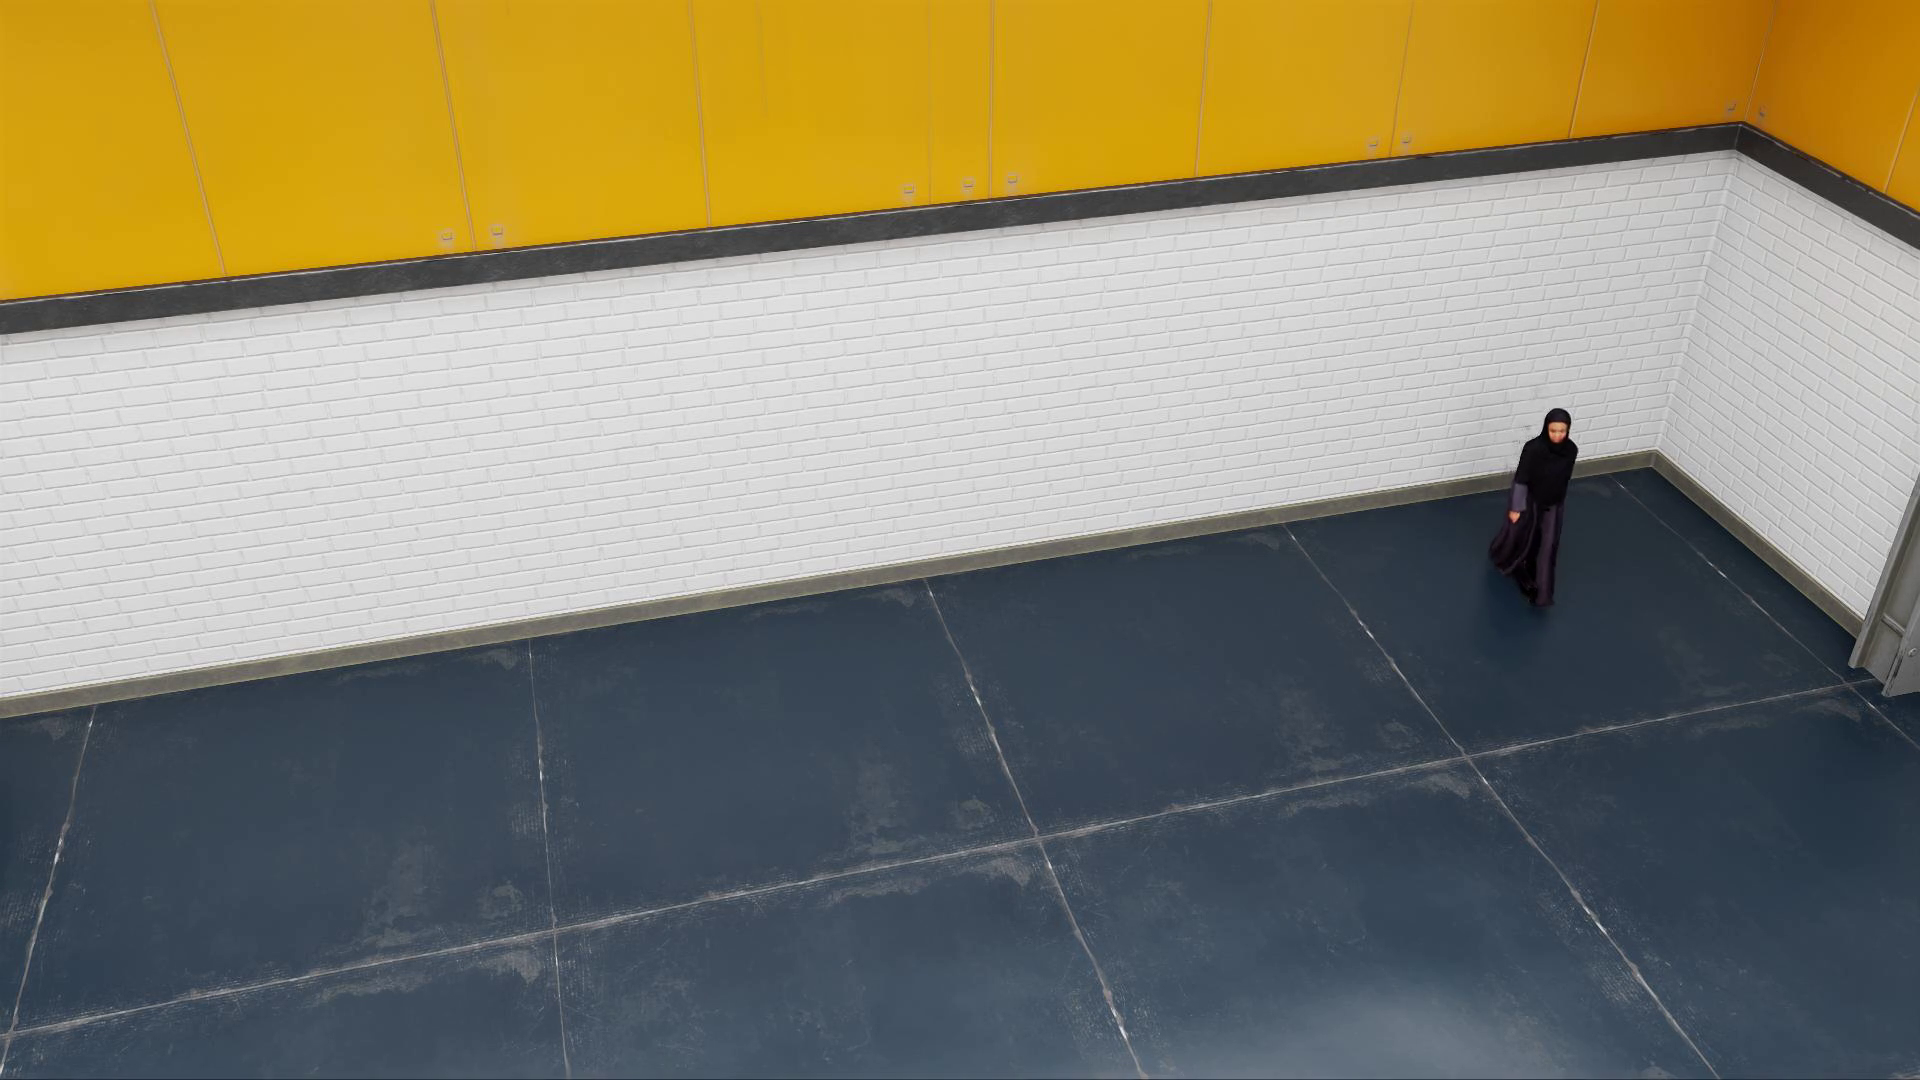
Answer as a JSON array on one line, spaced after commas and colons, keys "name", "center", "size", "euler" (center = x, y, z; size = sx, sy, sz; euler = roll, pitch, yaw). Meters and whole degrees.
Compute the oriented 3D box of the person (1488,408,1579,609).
[{"name": "person", "center": [4.277, -0.347, 12.390], "size": [0.808, 1.600, 1.174], "euler": [-4, 34, -5]}]
